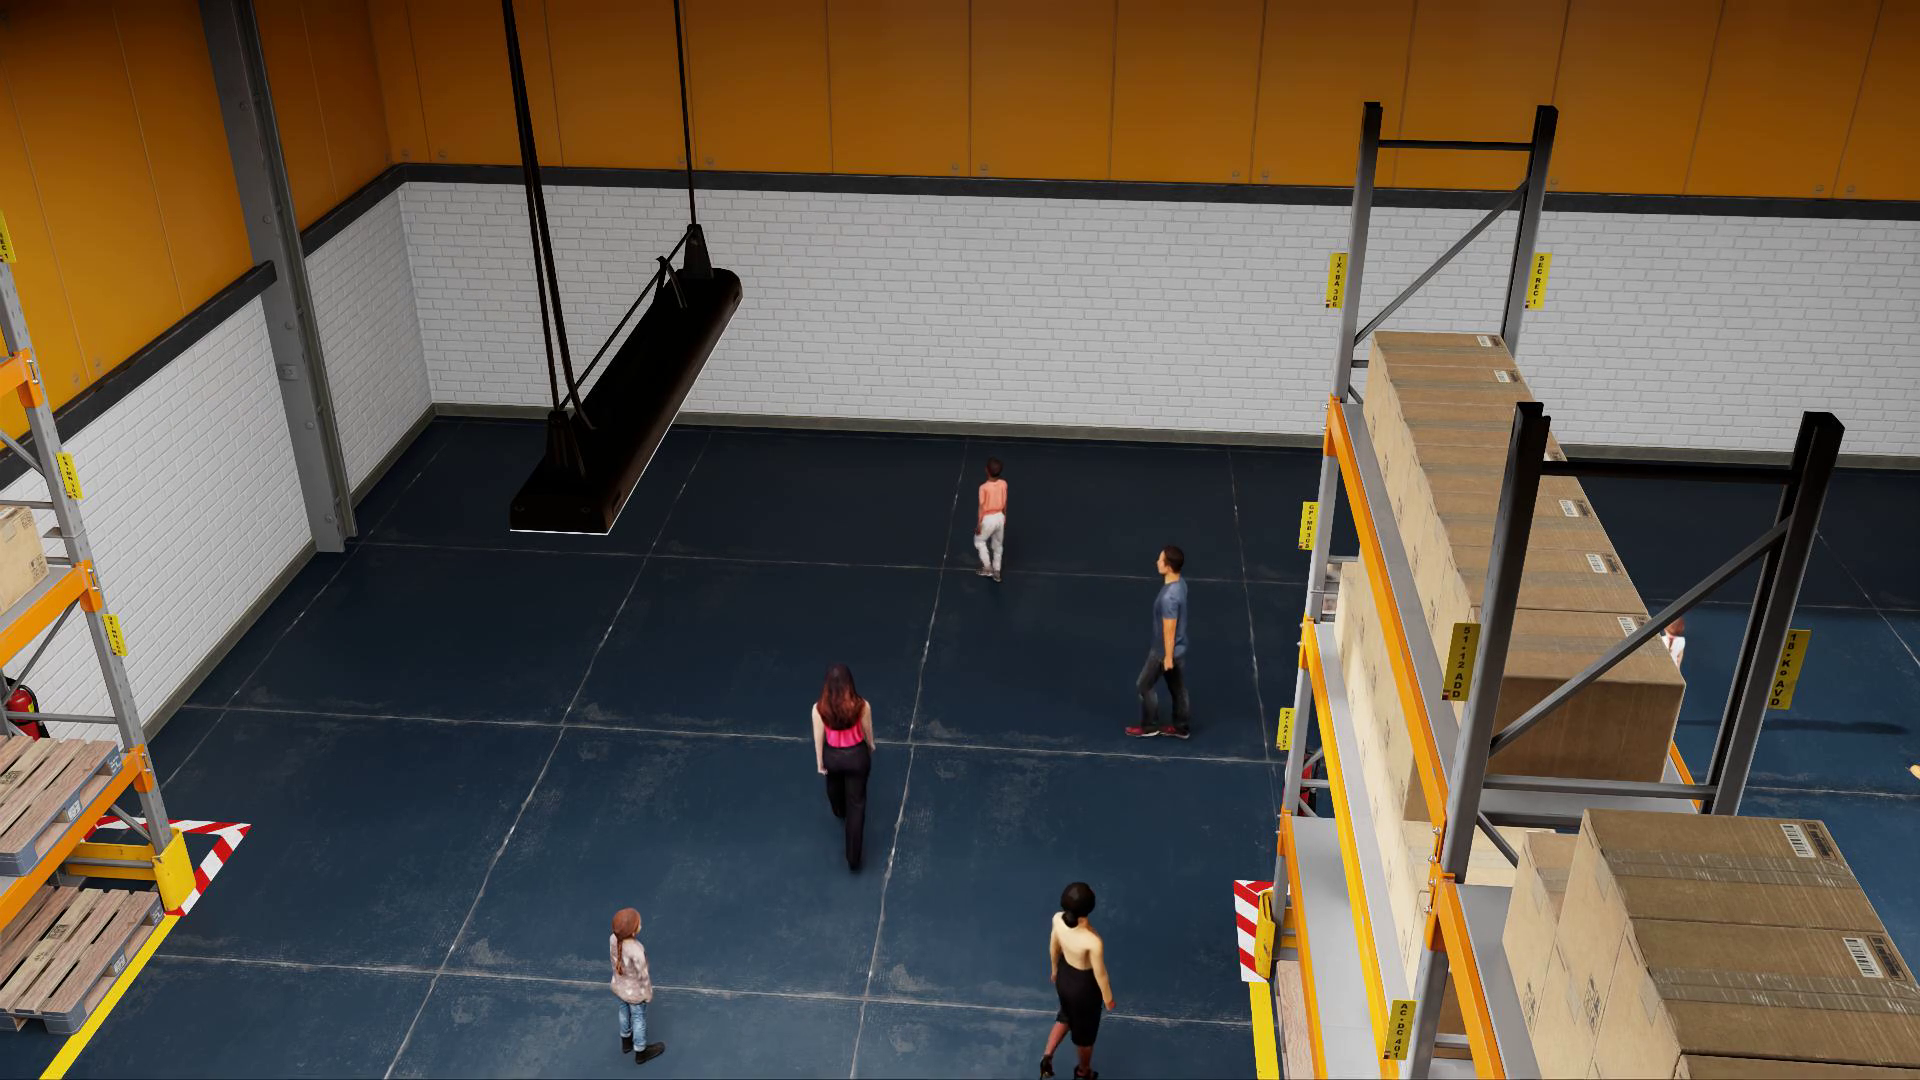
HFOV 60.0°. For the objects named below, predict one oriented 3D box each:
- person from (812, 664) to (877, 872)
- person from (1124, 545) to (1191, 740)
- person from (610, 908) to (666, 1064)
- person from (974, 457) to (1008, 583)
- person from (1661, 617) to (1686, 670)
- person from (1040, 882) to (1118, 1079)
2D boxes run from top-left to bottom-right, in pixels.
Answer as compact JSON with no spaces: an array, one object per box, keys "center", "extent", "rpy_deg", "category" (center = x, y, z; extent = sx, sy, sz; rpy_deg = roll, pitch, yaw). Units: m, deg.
[{"center":[-0.848,1.705,12.344],"extent":[0.637,1.608,1.099],"rpy_deg":[1,29,2],"category":"person"},{"center":[1.803,0.884,13.653],"extent":[0.835,1.795,0.780],"rpy_deg":[8,30,15],"category":"person"},{"center":[-2.120,2.849,10.679],"extent":[0.549,1.195,0.592],"rpy_deg":[22,35,34],"category":"person"},{"center":[0.337,-0.173,16.105],"extent":[0.586,1.302,0.624],"rpy_deg":[-14,32,-24],"category":"person"},{"center":[5.969,1.083,14.101],"extent":[0.419,1.017,0.411],"rpy_deg":[3,29,5],"category":"person"},{"center":[0.692,2.801,10.291],"extent":[0.817,1.648,0.757],"rpy_deg":[-21,35,-34],"category":"person"}]
